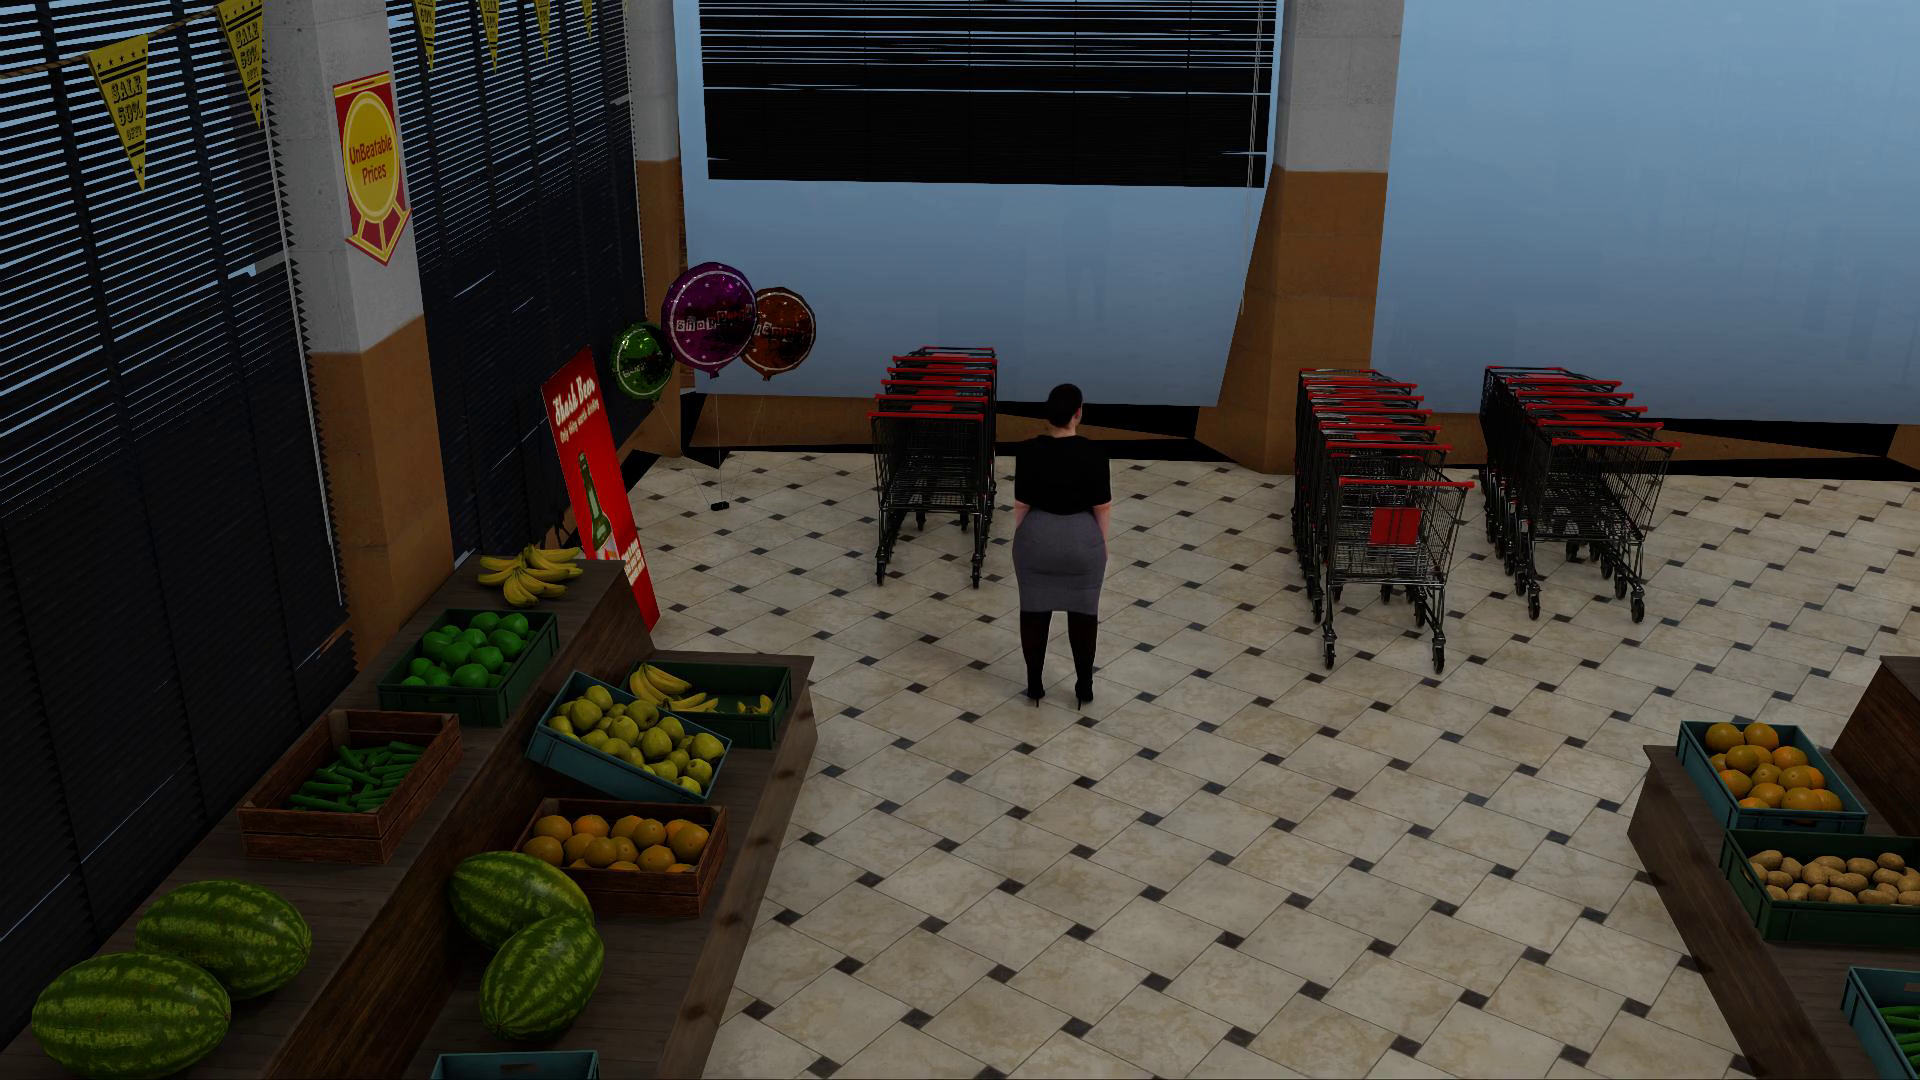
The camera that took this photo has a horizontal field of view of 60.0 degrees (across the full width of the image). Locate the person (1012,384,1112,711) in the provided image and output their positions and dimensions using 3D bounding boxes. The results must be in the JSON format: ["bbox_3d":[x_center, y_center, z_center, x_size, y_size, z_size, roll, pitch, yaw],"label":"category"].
[{"bbox_3d":[0.521,0.046,8.655,0.688,1.755,0.641,4,22,10],"label":"person"}]
